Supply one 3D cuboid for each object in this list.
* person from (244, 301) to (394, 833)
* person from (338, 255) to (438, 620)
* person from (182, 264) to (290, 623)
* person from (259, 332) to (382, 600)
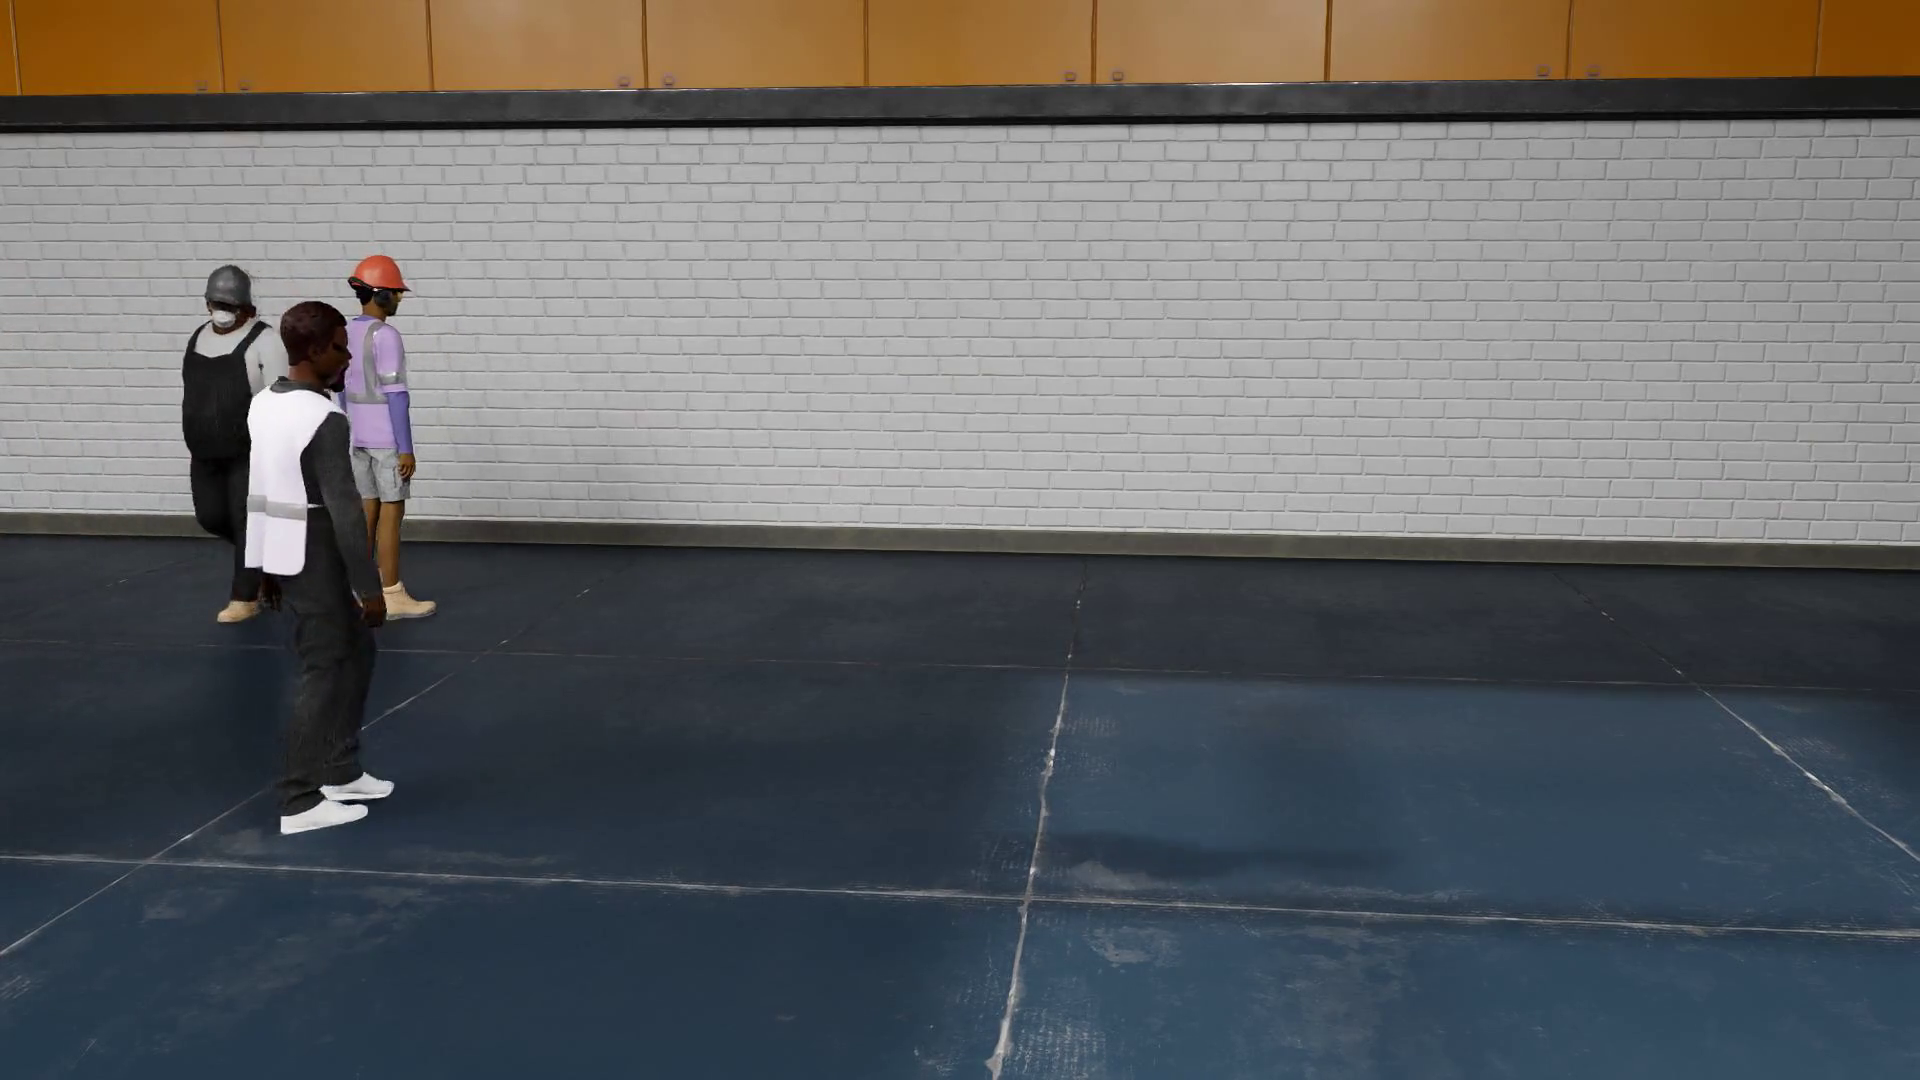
[{"bbox_3d":[-2.235,0.095,5.989,0.642,1.891,0.619,-9,13,-42],"label":"person"},{"bbox_3d":[-3.243,-0.573,9.391,0.616,2.039,0.386,9,14,43],"label":"person"},{"bbox_3d":[-4.049,-0.575,9.403,0.686,2.000,0.728,3,10,15],"label":"person"},{"bbox_3d":[-3.787,-0.421,9.767,0.680,1.606,0.548,-2,10,-11],"label":"person"}]
